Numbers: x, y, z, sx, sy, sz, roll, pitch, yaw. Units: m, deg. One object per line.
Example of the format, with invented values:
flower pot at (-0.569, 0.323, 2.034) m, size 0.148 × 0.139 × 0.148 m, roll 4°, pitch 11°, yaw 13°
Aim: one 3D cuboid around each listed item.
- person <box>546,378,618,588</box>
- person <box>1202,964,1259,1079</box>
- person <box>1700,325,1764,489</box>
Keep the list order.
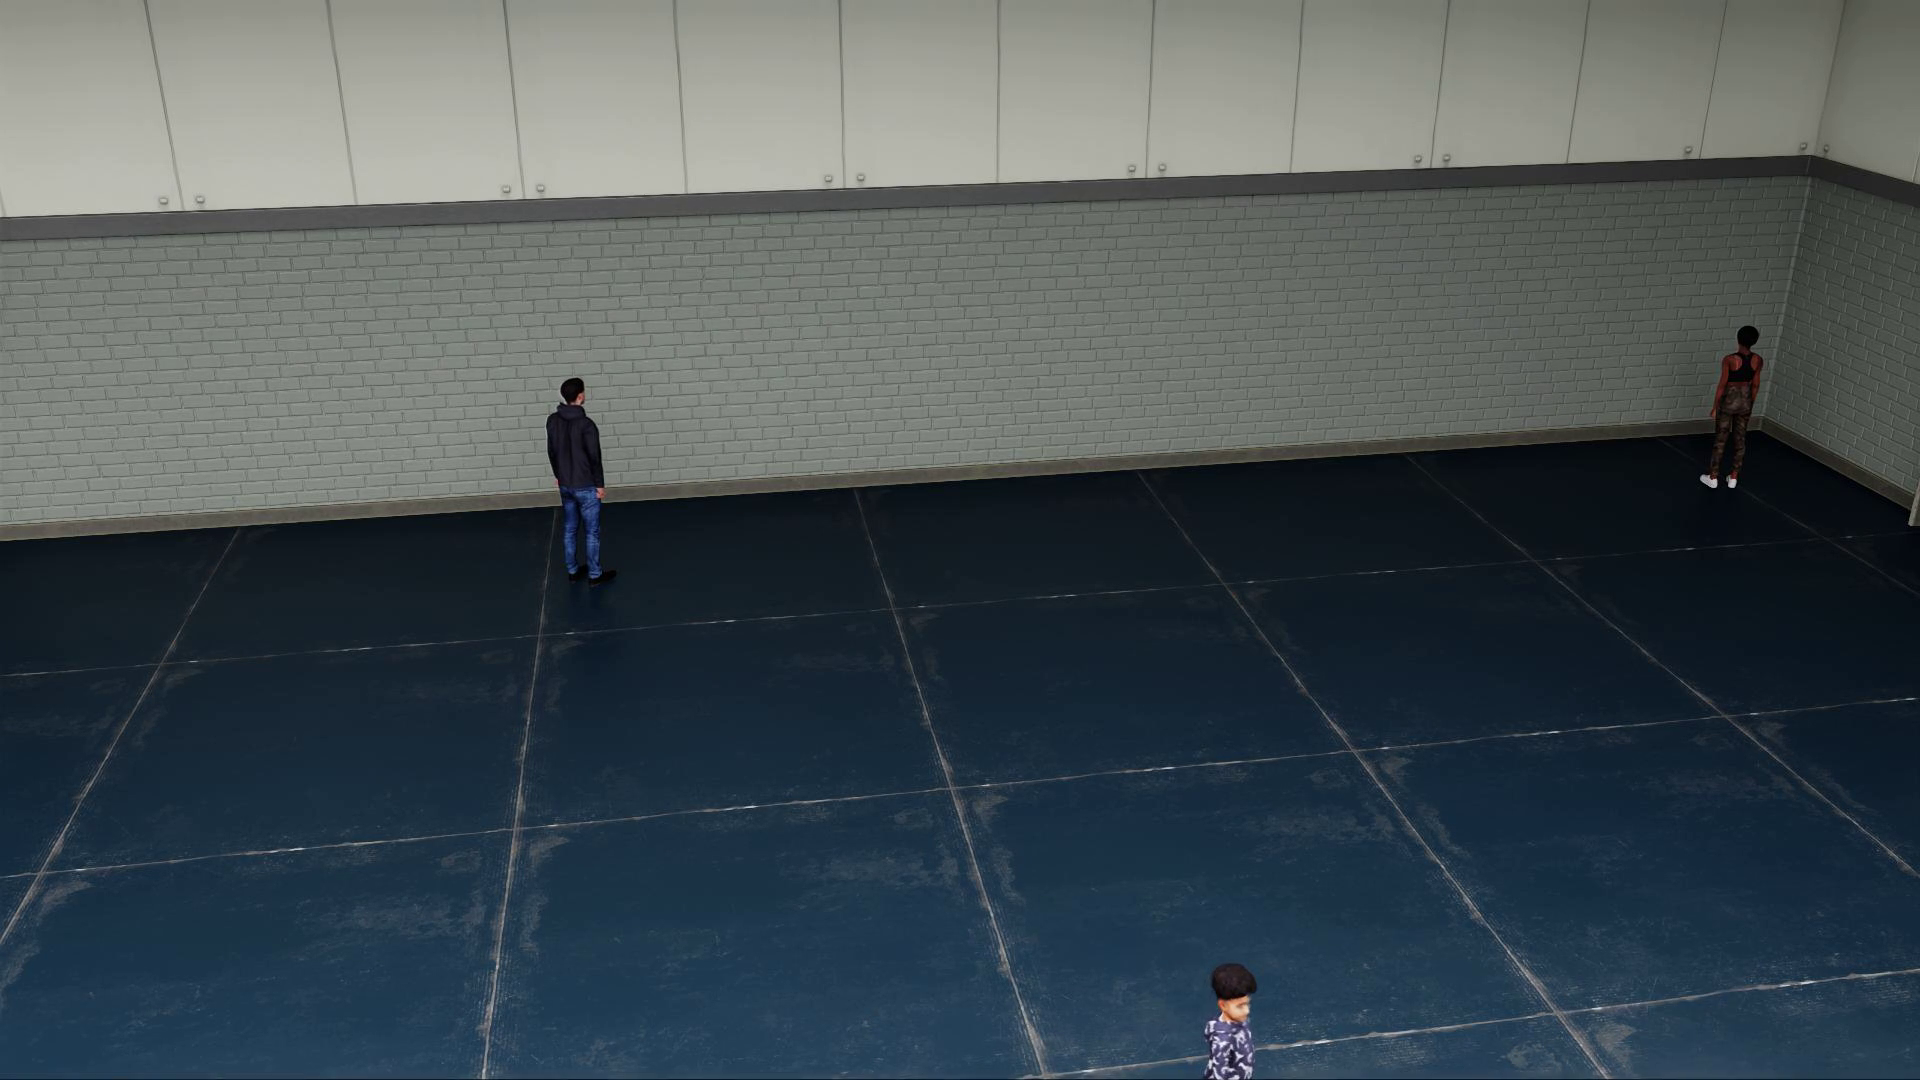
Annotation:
person at (-3.367, -0.508, 14.642) m, size 0.763 × 1.892 × 0.779 m, roll 11°, pitch 25°, yaw 23°
person at (1.303, 2.617, 8.111) m, size 0.633 × 1.251 × 0.564 m, roll 13°, pitch 26°, yaw 28°
person at (7.864, -1.359, 16.886) m, size 0.621 × 1.700 × 0.590 m, roll 1°, pitch 23°, yaw 2°
